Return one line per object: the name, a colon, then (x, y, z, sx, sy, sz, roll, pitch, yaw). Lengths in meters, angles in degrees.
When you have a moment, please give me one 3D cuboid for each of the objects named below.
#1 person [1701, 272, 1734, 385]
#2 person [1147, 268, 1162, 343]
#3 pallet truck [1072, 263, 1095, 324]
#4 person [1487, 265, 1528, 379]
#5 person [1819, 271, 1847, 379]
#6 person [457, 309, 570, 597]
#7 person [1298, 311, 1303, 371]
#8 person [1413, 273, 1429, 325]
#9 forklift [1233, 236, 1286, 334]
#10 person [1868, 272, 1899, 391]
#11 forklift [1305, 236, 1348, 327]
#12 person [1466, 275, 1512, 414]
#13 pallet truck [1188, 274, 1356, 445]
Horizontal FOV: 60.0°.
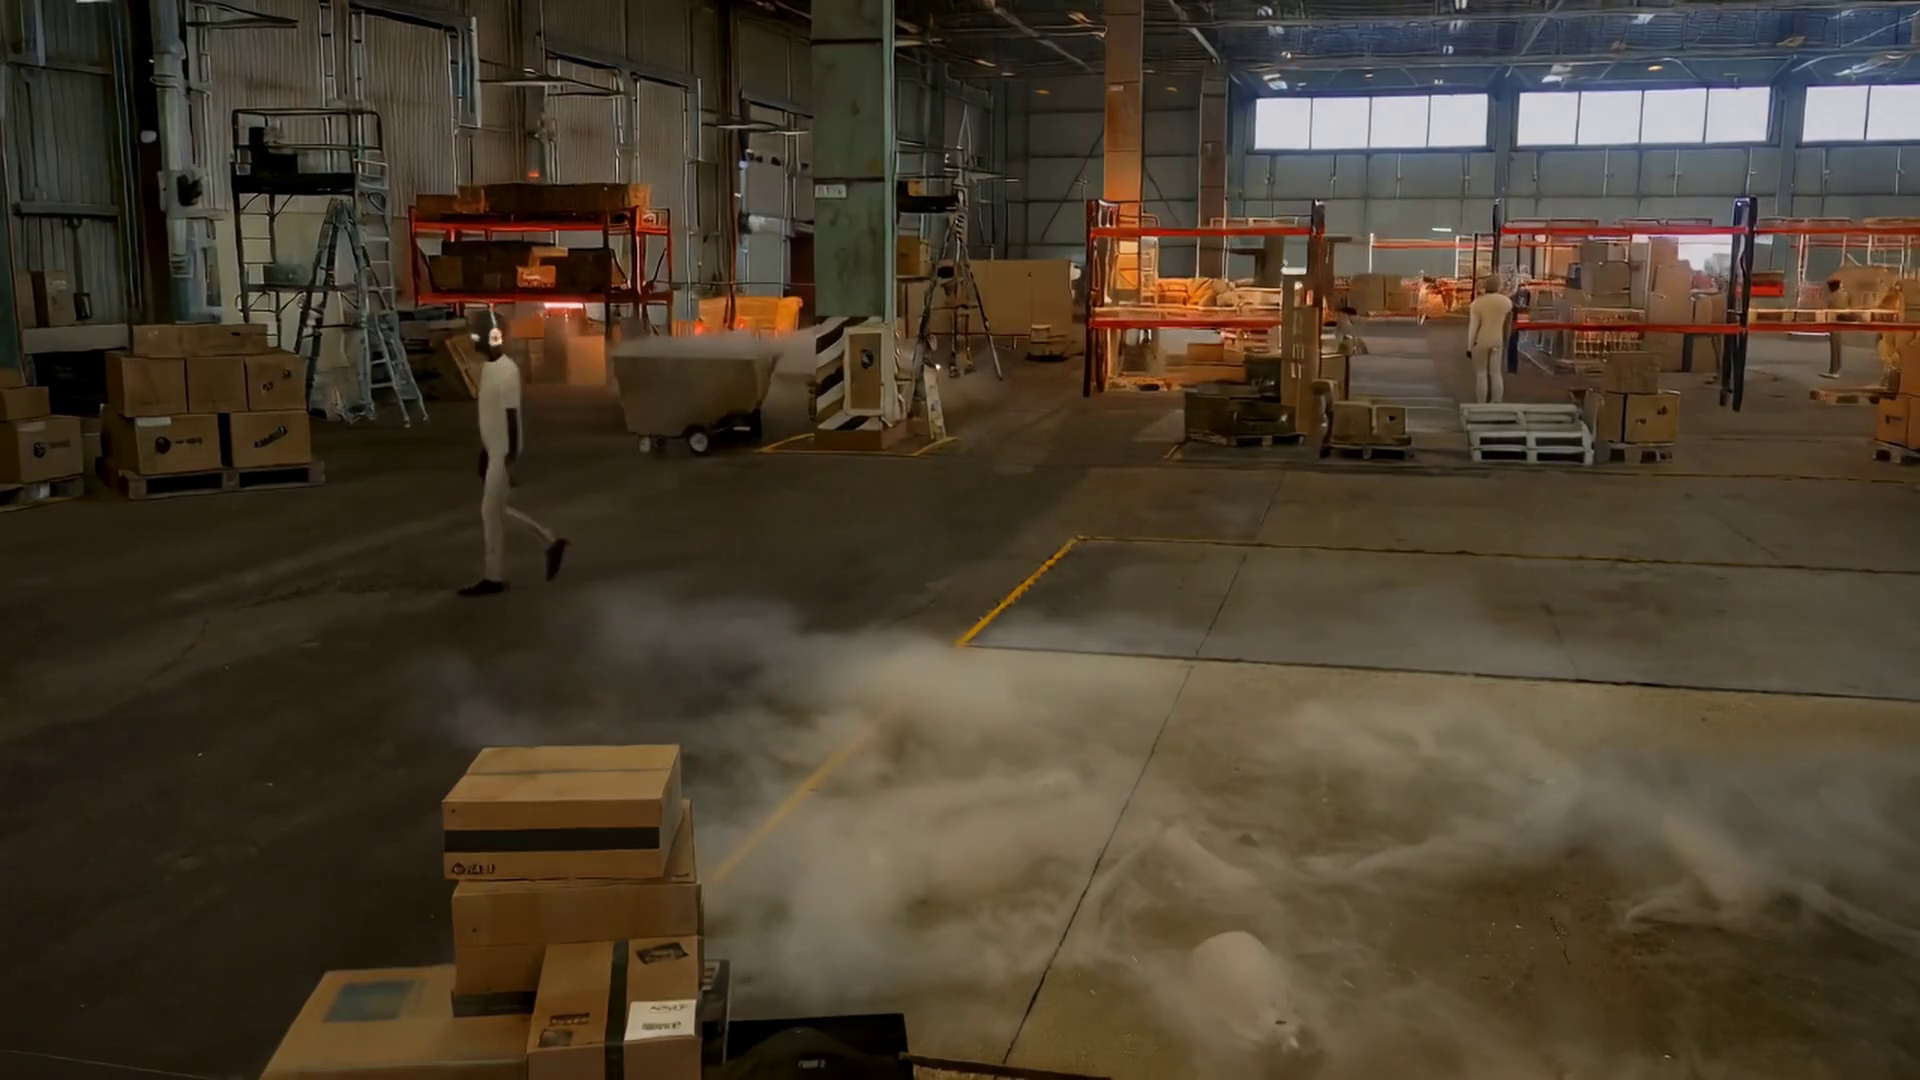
person: (13.048, -3.627, 28.543, 0.371, 1.935, 0.627, 1, 10, 3)
person: (4.914, -5.991, 42.491, 0.501, 1.925, 0.571, -2, 10, -14)
pallet truck: (4.325, -8.180, 55.162, 0.823, 1.965, 1.885, 6, 11, 31)
person: (9.775, -3.901, 29.841, 0.538, 2.000, 0.684, -9, 13, -42)
person: (15.711, -3.857, 29.914, 0.388, 1.927, 0.589, 6, 12, 33)
person: (-2.922, -0.565, 10.754, 0.676, 1.856, 0.530, -5, 11, -26)
person: (6.671, -4.098, 31.892, 0.320, 1.739, 0.484, 6, 11, 33)
person: (14.999, -7.849, 54.107, 0.539, 1.693, 0.320, -2, 10, -14)
forklift: (8.691, -7.087, 46.132, 1.873, 2.768, 1.129, 5, 11, 27)
person: (15.113, -3.396, 27.167, 0.369, 1.938, 0.630, 6, 12, 33)
forklift: (10.940, -7.972, 51.344, 1.873, 2.768, 1.129, -2, 10, -14)
person: (7.269, -2.671, 22.900, 0.634, 1.937, 0.355, -2, 10, -12)
pallet truck: (3.653, -2.138, 19.590, 1.885, 1.965, 0.823, -4, 10, -20)
